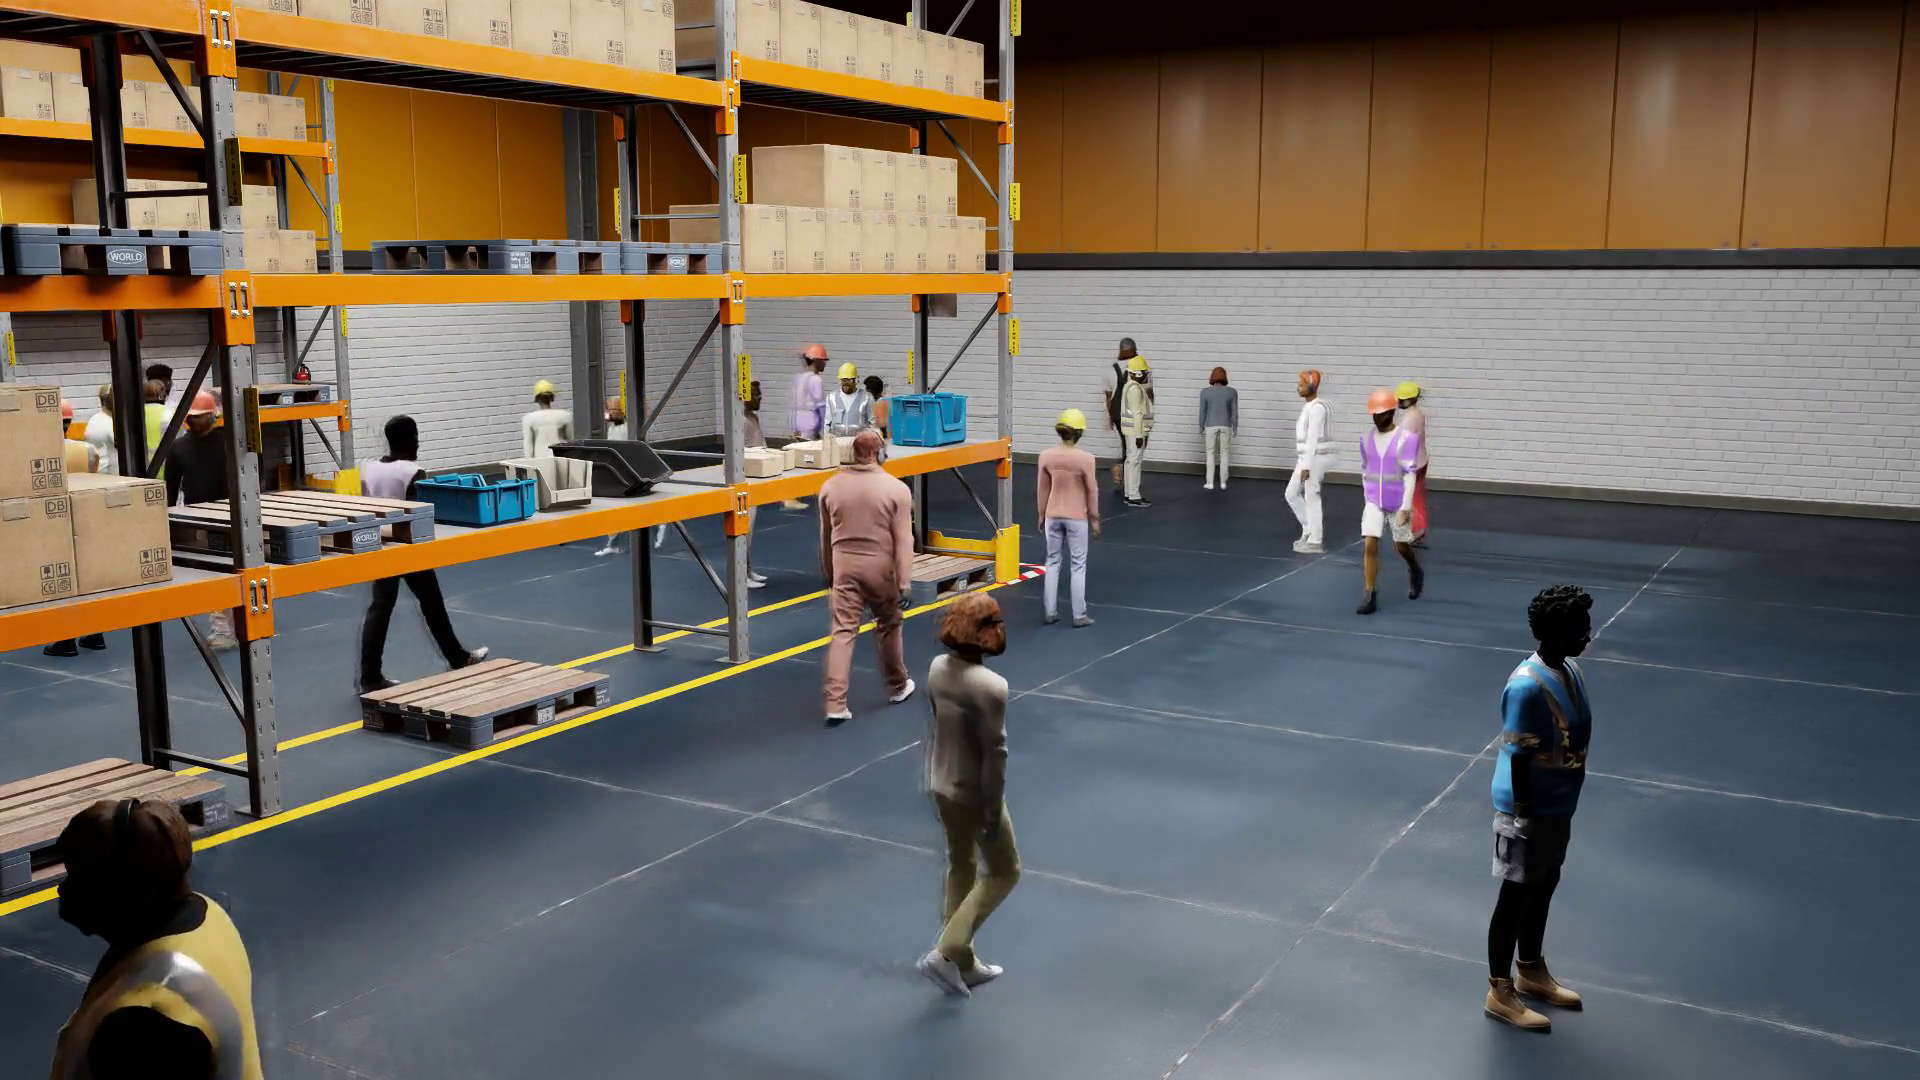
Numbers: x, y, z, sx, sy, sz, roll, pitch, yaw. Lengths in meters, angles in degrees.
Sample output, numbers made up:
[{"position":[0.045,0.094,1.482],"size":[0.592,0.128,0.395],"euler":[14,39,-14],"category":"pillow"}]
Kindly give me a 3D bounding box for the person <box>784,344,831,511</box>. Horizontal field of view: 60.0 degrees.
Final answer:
[{"position":[-1.687,-1.353,20.015],"size":[1.026,1.991,0.618],"euler":[-3,10,-17],"category":"person"}]

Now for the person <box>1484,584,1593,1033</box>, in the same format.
[{"position":[2.197,0.995,6.300],"size":[0.321,1.694,0.534],"euler":[8,12,40],"category":"person"}]

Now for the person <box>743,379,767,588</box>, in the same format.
[{"position":[-1.919,-0.517,15.106],"size":[0.397,1.901,0.685],"euler":[0,9,-1],"category":"person"}]

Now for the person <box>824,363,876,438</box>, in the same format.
[{"position":[-1.257,-1.102,18.947],"size":[0.596,1.831,0.403],"euler":[1,9,6],"category":"person"}]

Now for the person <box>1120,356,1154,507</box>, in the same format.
[{"position":[2.169,-1.329,20.353],"size":[0.404,1.837,0.595],"euler":[0,9,-3],"category":"person"}]

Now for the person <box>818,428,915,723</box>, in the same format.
[{"position":[-0.591,0.212,10.680],"size":[0.685,1.855,1.004],"euler":[3,10,19],"category":"person"}]

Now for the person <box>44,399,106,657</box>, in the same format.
[{"position":[-6.666,-0.102,12.382],"size":[0.362,1.935,0.551],"euler":[4,10,25],"category":"person"}]

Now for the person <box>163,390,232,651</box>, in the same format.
[{"position":[-5.682,-0.134,12.484],"size":[0.643,1.962,0.823],"euler":[0,9,-3],"category":"person"}]

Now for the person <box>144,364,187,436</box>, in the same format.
[{"position":[-8.092,-0.839,17.021],"size":[0.609,1.912,0.999],"euler":[5,10,27],"category":"person"}]

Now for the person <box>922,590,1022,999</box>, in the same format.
[{"position":[0.024,0.998,6.498],"size":[0.392,1.618,0.504],"euler":[-7,11,-36],"category":"person"}]

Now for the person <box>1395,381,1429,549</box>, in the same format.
[{"position":[4.618,-0.759,17.057],"size":[0.394,1.745,0.577],"euler":[6,11,34],"category":"person"}]

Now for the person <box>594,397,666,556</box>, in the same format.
[{"position":[-3.361,-0.644,16.791],"size":[0.646,1.612,0.504],"euler":[-5,11,-30],"category":"person"}]

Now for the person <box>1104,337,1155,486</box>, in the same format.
[{"position":[2.215,-1.695,22.003],"size":[0.700,2.000,0.788],"euler":[7,11,35],"category":"person"}]

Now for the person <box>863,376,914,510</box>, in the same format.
[{"position":[-0.929,-1.122,19.674],"size":[0.870,1.636,0.539],"euler":[0,9,2],"category":"person"}]

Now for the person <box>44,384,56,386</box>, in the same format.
[{"position":[-8.258,-0.461,14.930],"size":[0.641,1.861,0.989],"euler":[6,11,31],"category":"person"}]

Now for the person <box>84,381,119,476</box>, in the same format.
[{"position":[-7.214,-0.397,14.241],"size":[0.379,1.934,0.635],"euler":[0,9,-2],"category":"person"}]

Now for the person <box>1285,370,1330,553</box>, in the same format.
[{"position":[3.529,-0.785,16.873],"size":[0.425,1.871,0.577],"euler":[0,9,1],"category":"person"}]

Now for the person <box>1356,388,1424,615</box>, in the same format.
[{"position":[3.641,-0.345,14.042],"size":[0.543,1.901,0.869],"euler":[7,11,37],"category":"person"}]

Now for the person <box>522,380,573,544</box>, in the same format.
[{"position":[-4.346,-0.829,17.609],"size":[0.530,1.720,0.919],"euler":[-3,10,-17],"category":"person"}]

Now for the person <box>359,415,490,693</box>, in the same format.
[{"position":[-3.763,0.079,11.451],"size":[0.635,1.871,0.983],"euler":[6,11,33],"category":"person"}]

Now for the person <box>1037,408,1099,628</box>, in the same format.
[{"position":[0.873,-0.173,13.359],"size":[0.529,1.769,0.323],"euler":[5,11,30],"category":"person"}]

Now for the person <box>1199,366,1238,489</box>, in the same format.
[{"position":[3.408,-1.478,21.959],"size":[0.507,1.620,0.321],"euler":[0,9,2],"category":"person"}]

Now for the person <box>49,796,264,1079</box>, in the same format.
[{"position":[-1.586,1.396,3.449],"size":[0.930,1.808,0.634],"euler":[-3,10,-20],"category":"person"}]

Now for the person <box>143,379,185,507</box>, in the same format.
[{"position":[-7.738,-0.641,16.097],"size":[0.631,1.826,0.482],"euler":[0,9,-2],"category":"person"}]
